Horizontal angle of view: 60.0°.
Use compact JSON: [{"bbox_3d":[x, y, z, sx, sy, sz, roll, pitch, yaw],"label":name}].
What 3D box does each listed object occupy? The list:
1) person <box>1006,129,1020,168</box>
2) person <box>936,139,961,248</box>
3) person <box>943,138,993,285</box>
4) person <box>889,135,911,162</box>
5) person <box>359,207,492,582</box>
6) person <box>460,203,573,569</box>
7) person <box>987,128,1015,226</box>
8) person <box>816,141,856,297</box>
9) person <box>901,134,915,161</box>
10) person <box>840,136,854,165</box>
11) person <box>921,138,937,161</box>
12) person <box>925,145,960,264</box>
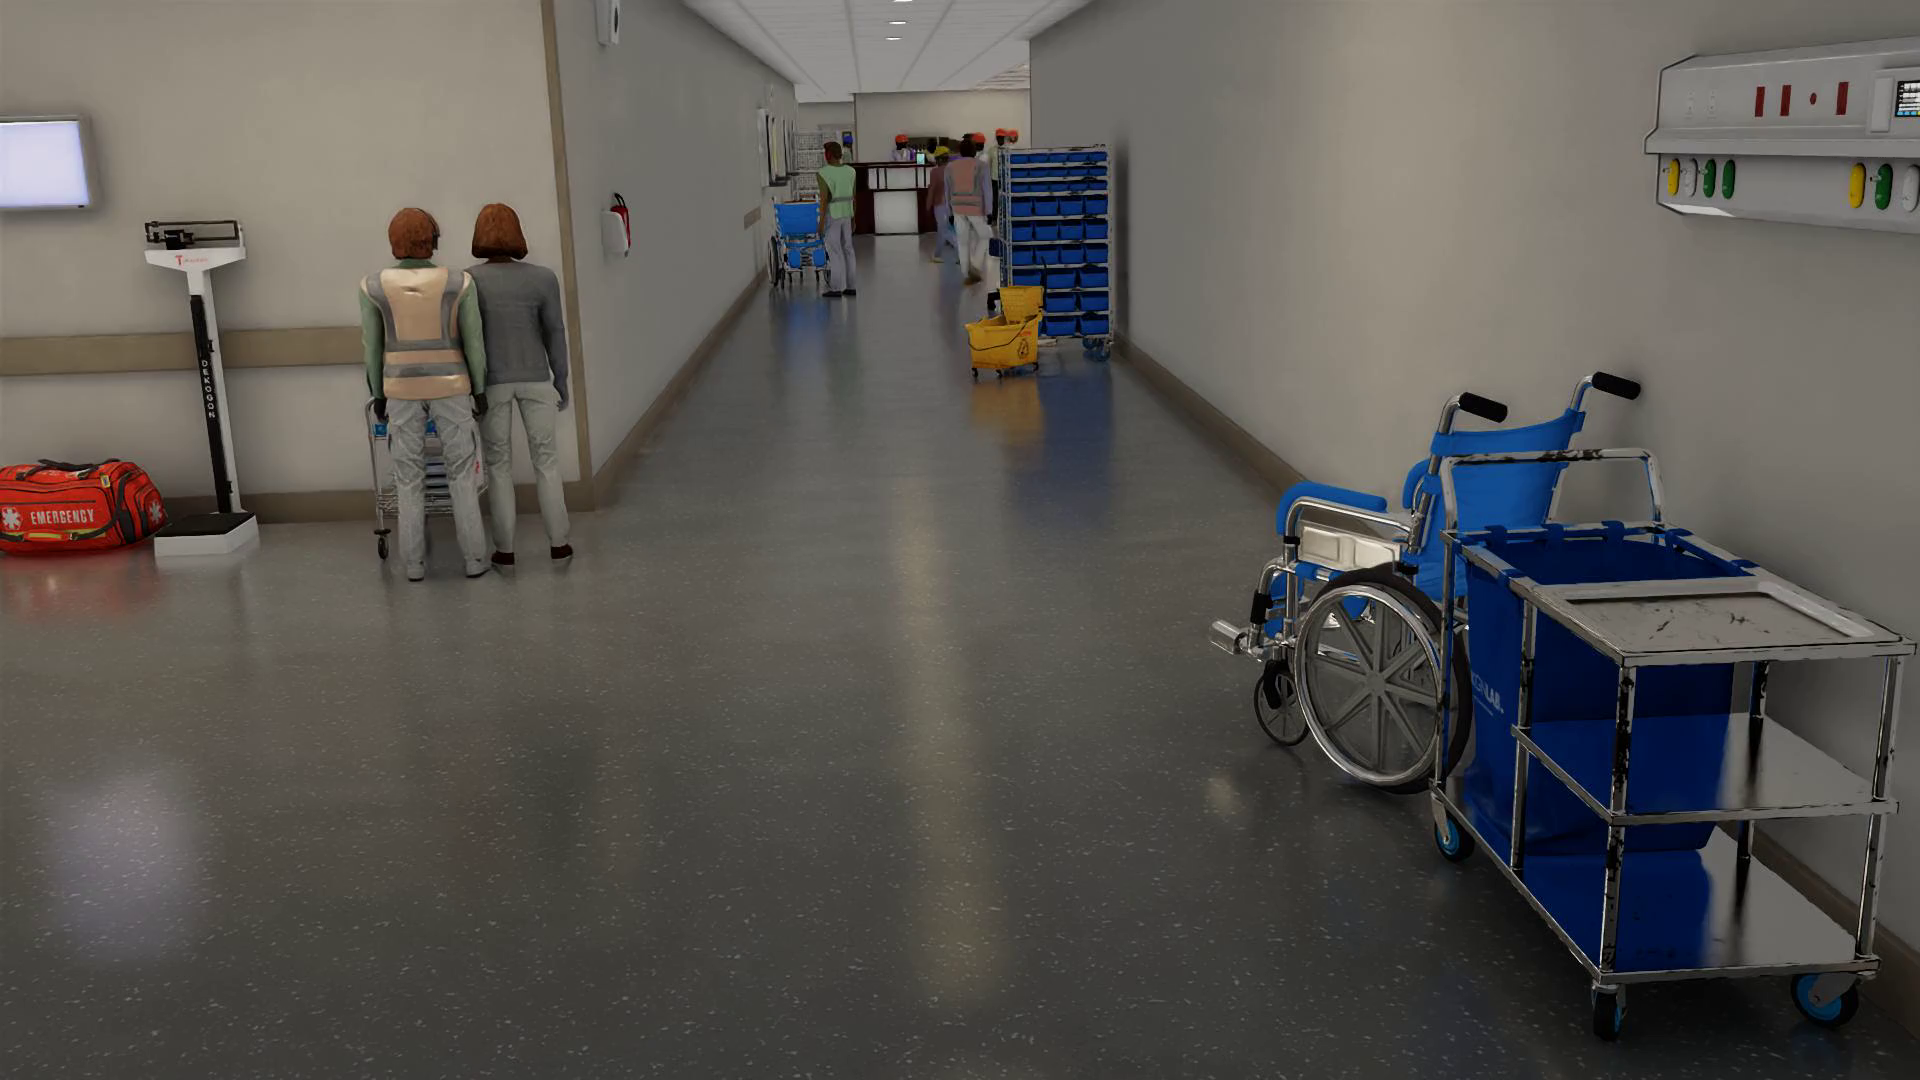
[{"bbox_3d":[1.248,-8.720,39.413,0.435,1.978,0.629,-5,14,-13],"label":"person"},{"bbox_3d":[-0.113,-5.899,28.318,0.646,1.809,0.743,2,14,15],"label":"person"},{"bbox_3d":[0.122,-4.151,21.068,0.657,1.828,0.454,3,15,20],"label":"person"},{"bbox_3d":[-1.447,-8.934,40.711,0.543,1.931,0.388,-7,15,-22],"label":"person"},{"bbox_3d":[-2.327,-0.626,7.290,0.519,1.631,0.315,-4,14,-8],"label":"person"},{"bbox_3d":[-2.013,-0.684,7.482,0.507,1.632,0.267,-6,14,-18],"label":"person"},{"bbox_3d":[0.846,-7.490,34.355,0.611,1.997,0.375,0,14,6],"label":"person"},{"bbox_3d":[-1.461,-3.839,19.946,0.573,1.841,0.376,-15,19,-43],"label":"person"},{"bbox_3d":[-1.365,-9.059,41.195,0.548,1.934,0.374,6,15,28],"label":"person"},{"bbox_3d":[-2.894,-9.442,42.943,0.401,1.938,0.602,-6,14,-16],"label":"person"},{"bbox_3d":[-0.619,-8.204,37.816,0.629,1.835,0.429,-10,16,-32],"label":"person"},{"bbox_3d":[-0.202,-4.963,24.642,0.831,1.738,0.522,10,18,40],"label":"person"}]
